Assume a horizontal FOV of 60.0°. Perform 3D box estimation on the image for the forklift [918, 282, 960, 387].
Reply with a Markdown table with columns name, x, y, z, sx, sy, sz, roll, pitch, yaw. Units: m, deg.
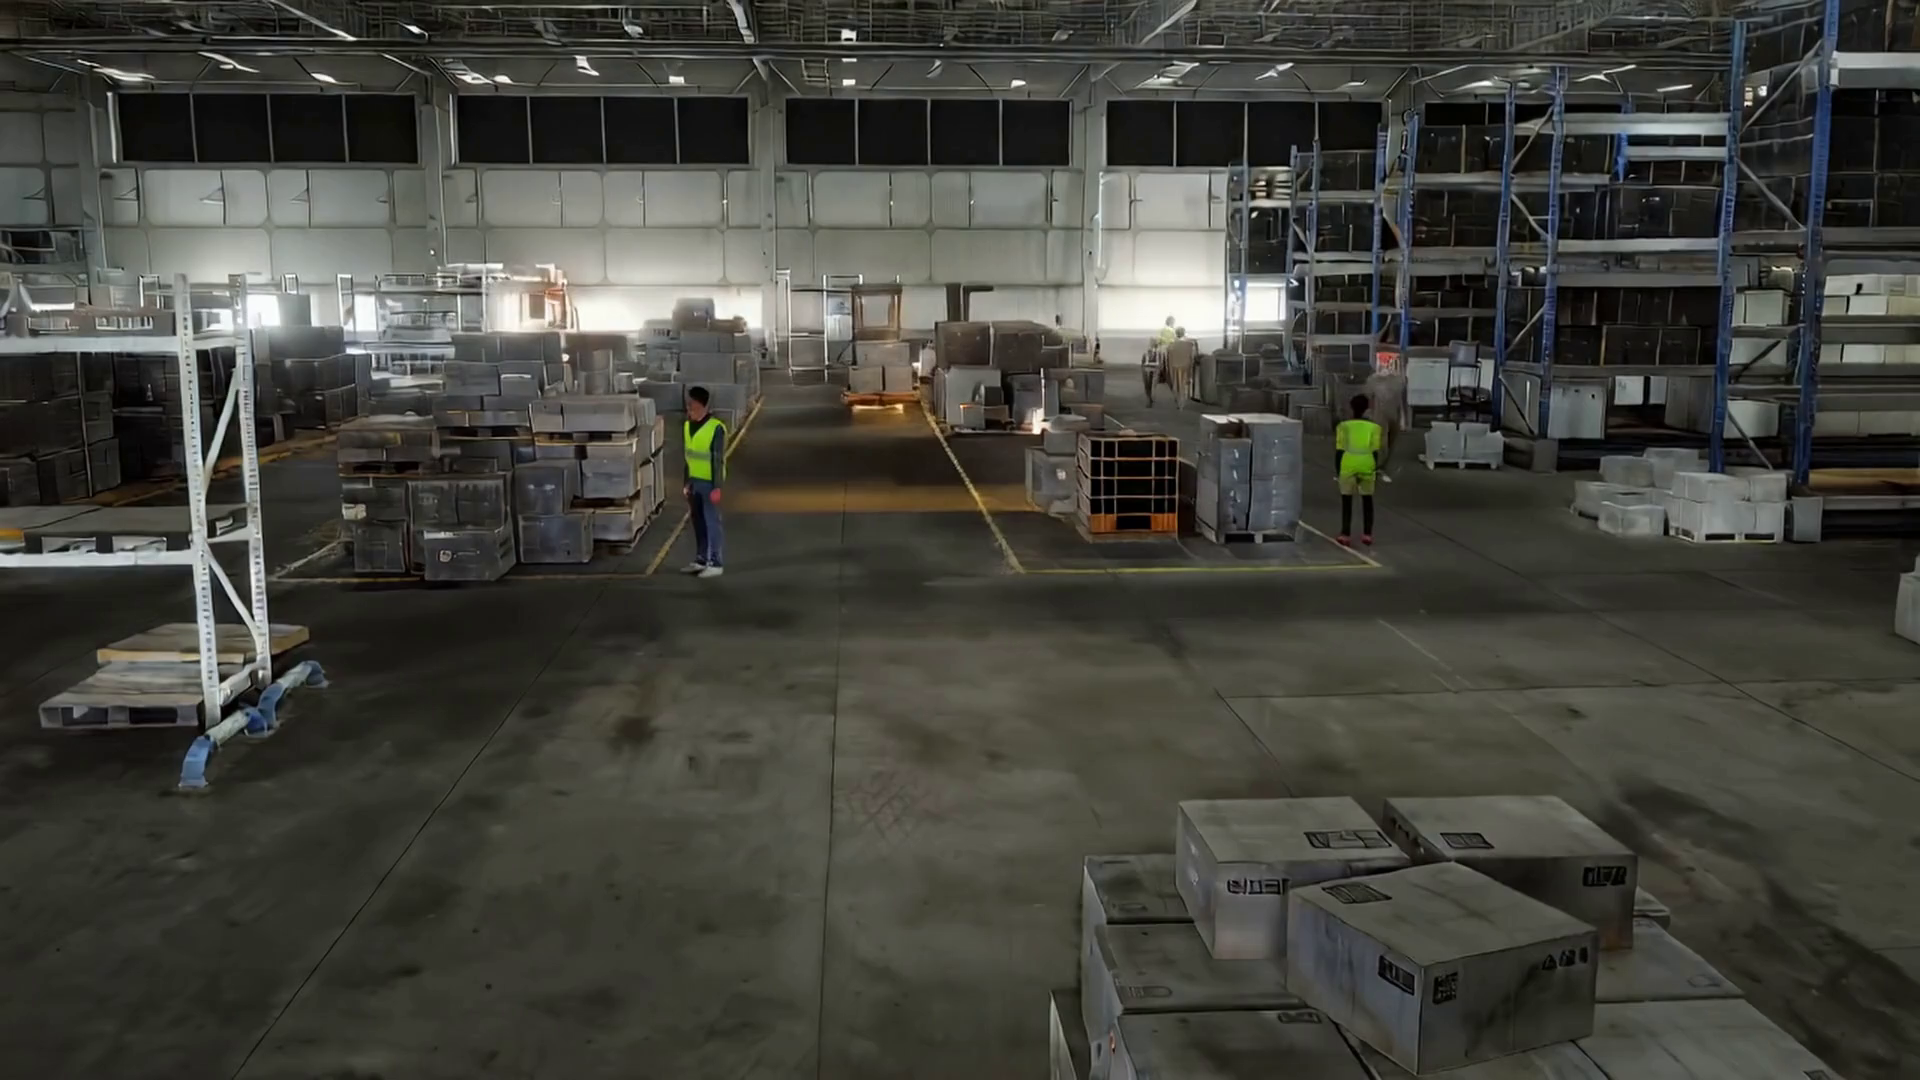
| name | x | y | z | sx | sy | sz | roll | pitch | yaw |
| --- | --- | --- | --- | --- | --- | --- | --- | --- | --- |
| forklift | -0.197 | -5.567 | 44.986 | 1.873 | 2.768 | 1.129 | -1 | 9 | -4 |

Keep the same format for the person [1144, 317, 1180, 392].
| name | x | y | z | sx | sy | sz | roll | pitch | yaw |
| --- | --- | --- | --- | --- | --- | --- | --- | --- | --- |
| person | 5.266 | -4.783 | 42.973 | 0.972 | 1.958 | 0.630 | -2 | 9 | -14 |

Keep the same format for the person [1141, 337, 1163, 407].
| name | x | y | z | sx | sy | sz | roll | pitch | yaw |
| --- | --- | --- | --- | --- | --- | --- | --- | --- | --- |
| person | 4.449 | -3.883 | 38.351 | 0.523 | 1.617 | 0.674 | 6 | 11 | 34 |

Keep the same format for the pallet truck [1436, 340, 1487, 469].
| name | x | y | z | sx | sy | sz | roll | pitch | yaw |
| --- | --- | --- | --- | --- | --- | --- | --- | --- | --- |
| pallet truck | 8.004 | -2.170 | 26.422 | 0.823 | 1.965 | 1.885 | 2 | 9 | 14 |

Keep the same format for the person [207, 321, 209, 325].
| name | x | y | z | sx | sy | sz | roll | pitch | yaw |
| --- | --- | --- | --- | --- | --- | --- | --- | --- | --- |
| person | -19.180 | -4.684 | 42.455 | 0.567 | 1.918 | 0.647 | -1 | 9 | -8 |

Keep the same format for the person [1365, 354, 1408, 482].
| name | x | y | z | sx | sy | sz | roll | pitch | yaw |
| --- | --- | --- | --- | --- | --- | --- | --- | --- | --- |
| person | 6.291 | -1.823 | 24.616 | 0.650 | 1.883 | 0.822 | -1 | 9 | -8 |

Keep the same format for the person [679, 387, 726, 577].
| name | x | y | z | sx | sy | sz | roll | pitch | yaw |
| --- | --- | --- | --- | --- | --- | --- | --- | --- | --- |
| person | -2.580 | -0.590 | 16.766 | 0.587 | 1.913 | 0.391 | 9 | 13 | 44 |

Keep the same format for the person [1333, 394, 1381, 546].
| name | x | y | z | sx | sy | sz | roll | pitch | yaw |
| --- | --- | --- | --- | --- | --- | --- | --- | --- | --- |
| person | 4.436 | -0.777 | 18.609 | 0.532 | 1.697 | 0.320 | -1 | 9 | -4 |

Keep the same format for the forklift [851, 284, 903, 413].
| name | x | y | z | sx | sy | sz | roll | pitch | yaw |
| --- | --- | --- | --- | --- | --- | --- | --- | --- | --- |
| forklift | -1.864 | -4.270 | 36.839 | 1.129 | 2.768 | 1.873 | -1 | 9 | -5 |

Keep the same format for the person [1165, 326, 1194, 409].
| name | x | y | z | sx | sy | sz | roll | pitch | yaw |
| --- | --- | --- | --- | --- | --- | --- | --- | --- | --- |
| person | 4.991 | -3.933 | 37.849 | 0.647 | 1.893 | 1.009 | 1 | 9 | 4 |

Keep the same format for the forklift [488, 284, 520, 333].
| name | x | y | z | sx | sy | sz | roll | pitch | yaw |
| --- | --- | --- | --- | --- | --- | --- | --- | --- | --- |
| forklift | -10.069 | -4.272 | 36.855 | 1.873 | 2.768 | 1.129 | -7 | 11 | -37 |
